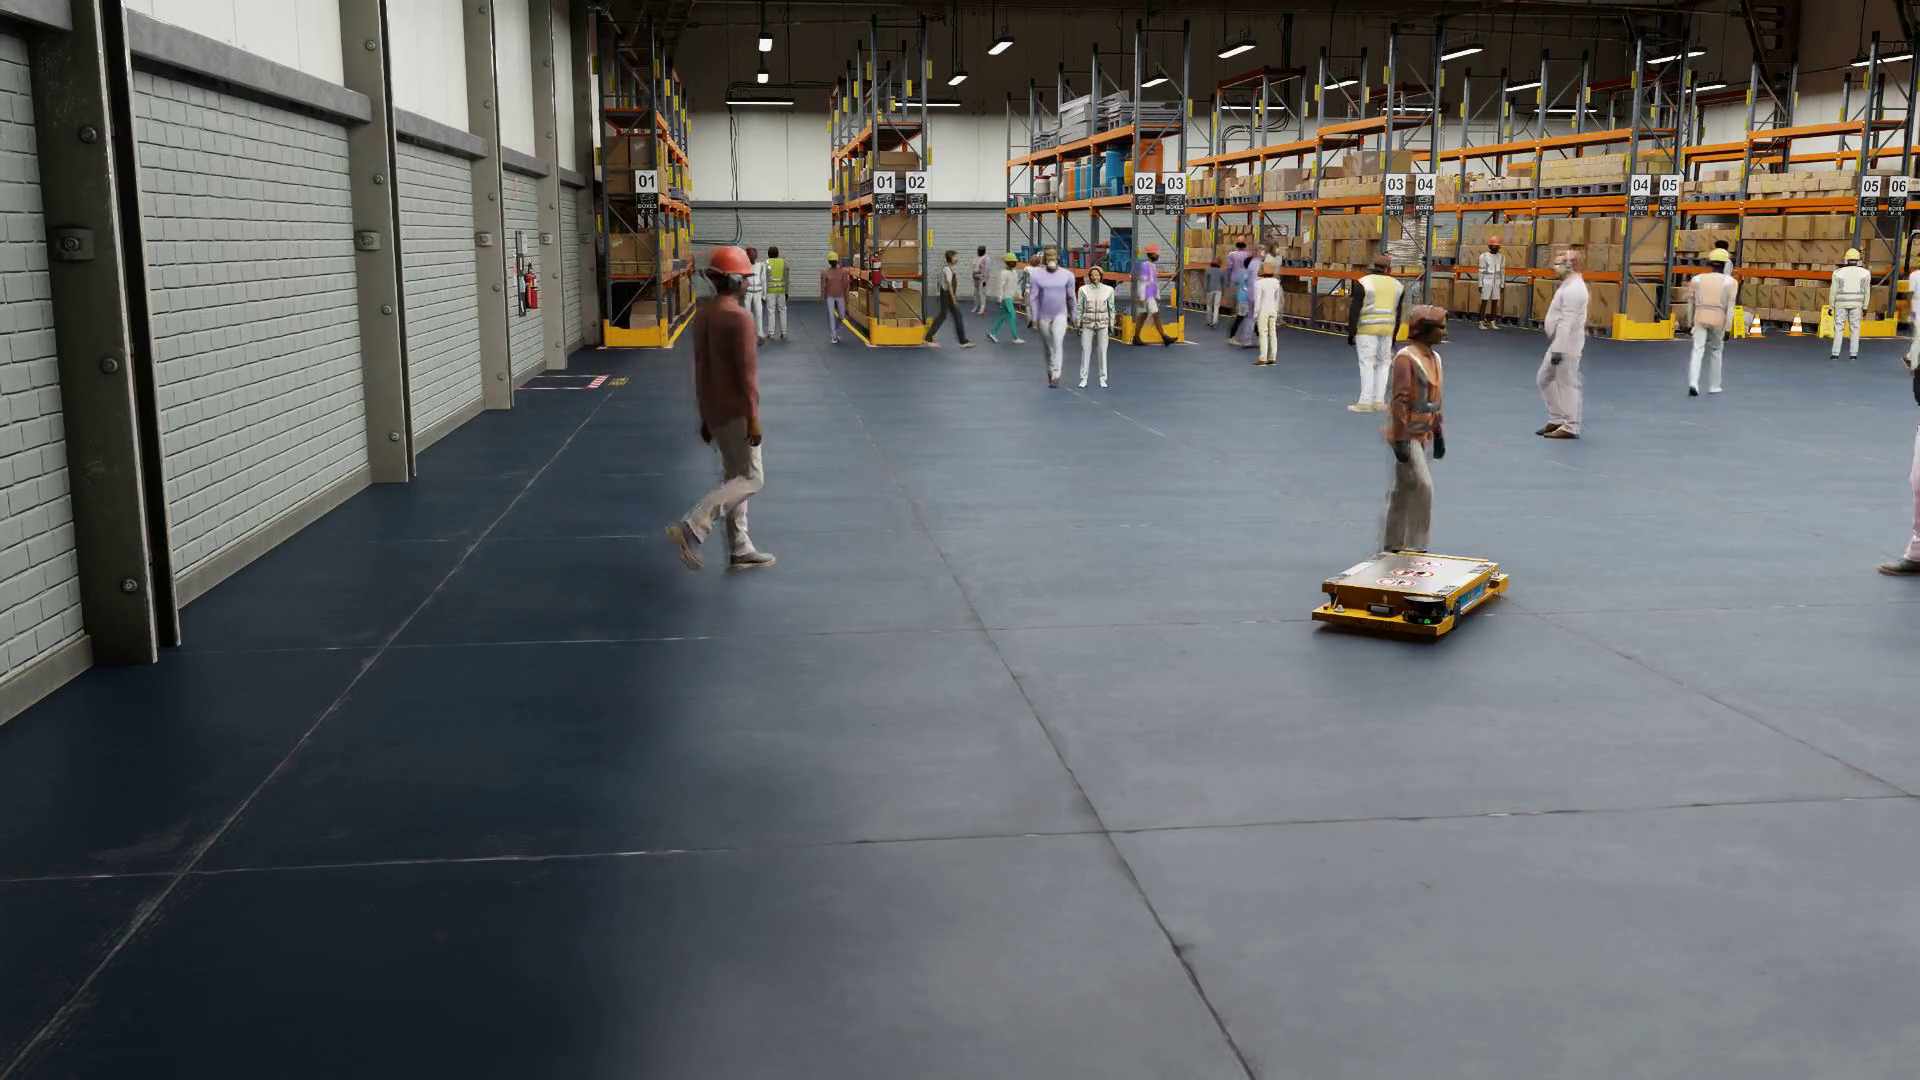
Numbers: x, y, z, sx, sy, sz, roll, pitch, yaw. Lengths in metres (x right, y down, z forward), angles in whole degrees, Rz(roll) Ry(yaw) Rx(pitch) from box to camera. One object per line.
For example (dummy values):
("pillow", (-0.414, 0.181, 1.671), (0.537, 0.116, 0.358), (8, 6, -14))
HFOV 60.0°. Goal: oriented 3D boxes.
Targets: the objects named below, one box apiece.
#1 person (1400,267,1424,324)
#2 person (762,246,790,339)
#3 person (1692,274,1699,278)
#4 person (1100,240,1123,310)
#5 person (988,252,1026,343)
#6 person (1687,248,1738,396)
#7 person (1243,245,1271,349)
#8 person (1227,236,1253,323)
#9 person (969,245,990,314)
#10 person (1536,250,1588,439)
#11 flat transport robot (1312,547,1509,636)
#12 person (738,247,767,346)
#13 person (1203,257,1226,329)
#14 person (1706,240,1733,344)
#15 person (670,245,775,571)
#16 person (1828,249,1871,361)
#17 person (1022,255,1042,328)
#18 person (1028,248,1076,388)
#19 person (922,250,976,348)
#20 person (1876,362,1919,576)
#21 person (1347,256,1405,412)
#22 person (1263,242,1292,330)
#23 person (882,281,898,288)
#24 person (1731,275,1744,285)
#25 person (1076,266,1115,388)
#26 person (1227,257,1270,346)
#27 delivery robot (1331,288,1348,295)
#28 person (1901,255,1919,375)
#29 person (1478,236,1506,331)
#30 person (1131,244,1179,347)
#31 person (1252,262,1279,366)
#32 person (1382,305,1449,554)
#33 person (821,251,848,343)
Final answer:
("person", (9.854, -5.461, 36.358), (0.499, 1.721, 0.634), (0, 10, 1))
("person", (-3.712, -4.949, 33.272), (0.619, 1.845, 0.430), (-6, 12, -28))
("person", (18.752, -6.544, 41.899), (0.650, 1.883, 0.749), (-1, 10, -6))
("person", (3.975, -6.891, 43.677), (0.612, 1.925, 1.062), (-2, 11, -11))
("person", (0.890, -4.646, 31.915), (0.847, 1.731, 0.526), (5, 12, 26))
("person", (9.622, -2.795, 21.344), (0.592, 1.888, 0.951), (7, 13, 34))
("person", (5.476, -4.386, 30.111), (0.717, 1.873, 0.637), (0, 10, 0))
("person", (6.575, -6.106, 39.058), (0.615, 2.042, 0.376), (1, 10, 8))
("person", (0.522, -6.804, 43.549), (0.438, 1.814, 0.672), (-8, 13, -37))
("person", (6.009, -1.958, 16.727), (0.537, 1.888, 0.679), (3, 11, 16))
("flat transport robot", (2.473, 0.259, 9.031), (0.652, 0.197, 1.431), (6, 12, 31))
("person", (-3.877, -4.545, 31.074), (0.600, 1.825, 1.006), (-4, 11, -19))
("person", (5.666, -5.503, 37.014), (0.514, 1.574, 0.890), (1, 10, 5))
("person", (14.420, -4.712, 31.630), (0.602, 1.966, 0.368), (-9, 14, -40))
("person", (-1.429, -0.762, 9.933), (0.662, 1.976, 0.618), (-7, 13, -34))
("person", (14.529, -3.837, 27.204), (0.600, 1.829, 0.404), (3, 11, 16))
("person", (1.624, -5.452, 36.597), (0.541, 1.626, 0.400), (-1, 10, -6))
("person", (1.268, -3.053, 22.788), (0.646, 1.887, 1.050), (1, 10, 8))
("person", (-0.239, -4.375, 30.266), (0.964, 1.805, 0.515), (2, 11, 11))
("person", (5.857, -0.731, 9.778), (0.589, 1.977, 0.619), (4, 11, 20))
("person", (4.845, -2.399, 19.416), (0.686, 1.808, 0.456), (-3, 11, -16))
("person", (6.896, -5.528, 36.254), (0.649, 1.909, 0.876), (-7, 13, -35))
("person", (-2.021, -7.418, 46.771), (0.590, 1.854, 0.653), (-2, 10, -10))
("person", (20.930, -7.108, 44.903), (0.585, 1.920, 0.391), (-1, 10, -8))
("person", (1.825, -2.868, 22.418), (0.520, 1.639, 0.312), (1, 10, 4))
("person", (5.401, -4.433, 30.938), (0.906, 1.643, 0.538), (0, 10, 0))
("delivery robot", (11.386, -7.323, 49.559), (0.707, 0.478, 0.477), (3, 11, 15))
("person", (14.051, -3.318, 24.298), (0.545, 1.852, 0.446), (-3, 11, -16))
("person", (11.538, -5.550, 36.052), (0.609, 2.037, 0.396), (-2, 10, -9))
("person", (3.599, -4.494, 30.636), (0.957, 1.888, 0.569), (4, 11, 21))
("person", (4.823, -3.564, 26.246), (0.501, 1.633, 0.283), (-7, 12, -32))
("person", (2.801, -0.587, 9.946), (0.597, 1.615, 0.536), (8, 13, 36))
("person", (-2.400, -4.635, 31.792), (0.539, 1.749, 0.417), (-2, 11, -13))
